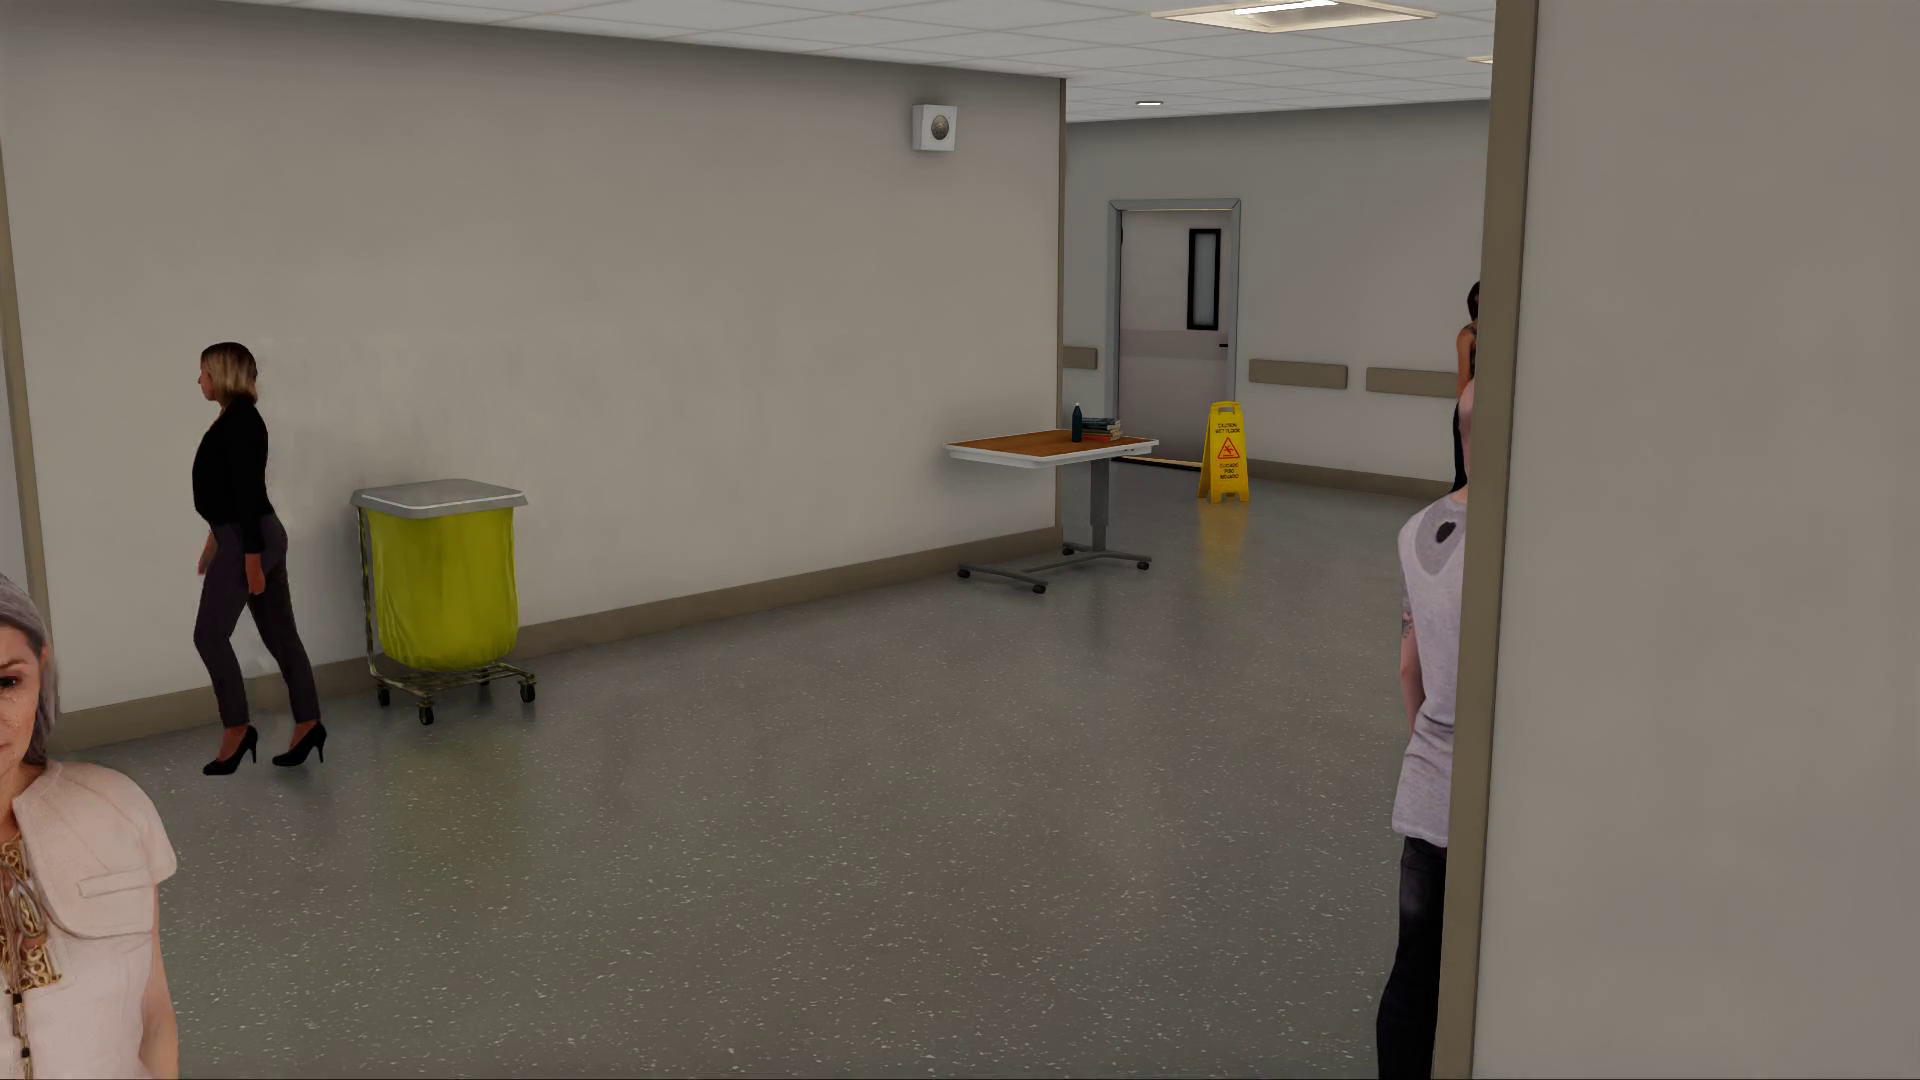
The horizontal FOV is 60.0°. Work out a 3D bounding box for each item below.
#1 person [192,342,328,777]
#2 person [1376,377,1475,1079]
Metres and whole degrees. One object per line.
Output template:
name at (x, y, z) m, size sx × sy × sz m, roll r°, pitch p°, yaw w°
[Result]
person at (-2.617, 0.080, 6.379) m, size 0.802 × 1.649 × 0.737 m, roll -4°, pitch 11°, yaw -18°
person at (1.061, 0.553, 3.375) m, size 0.819 × 1.839 × 0.714 m, roll -2°, pitch 11°, yaw -12°
